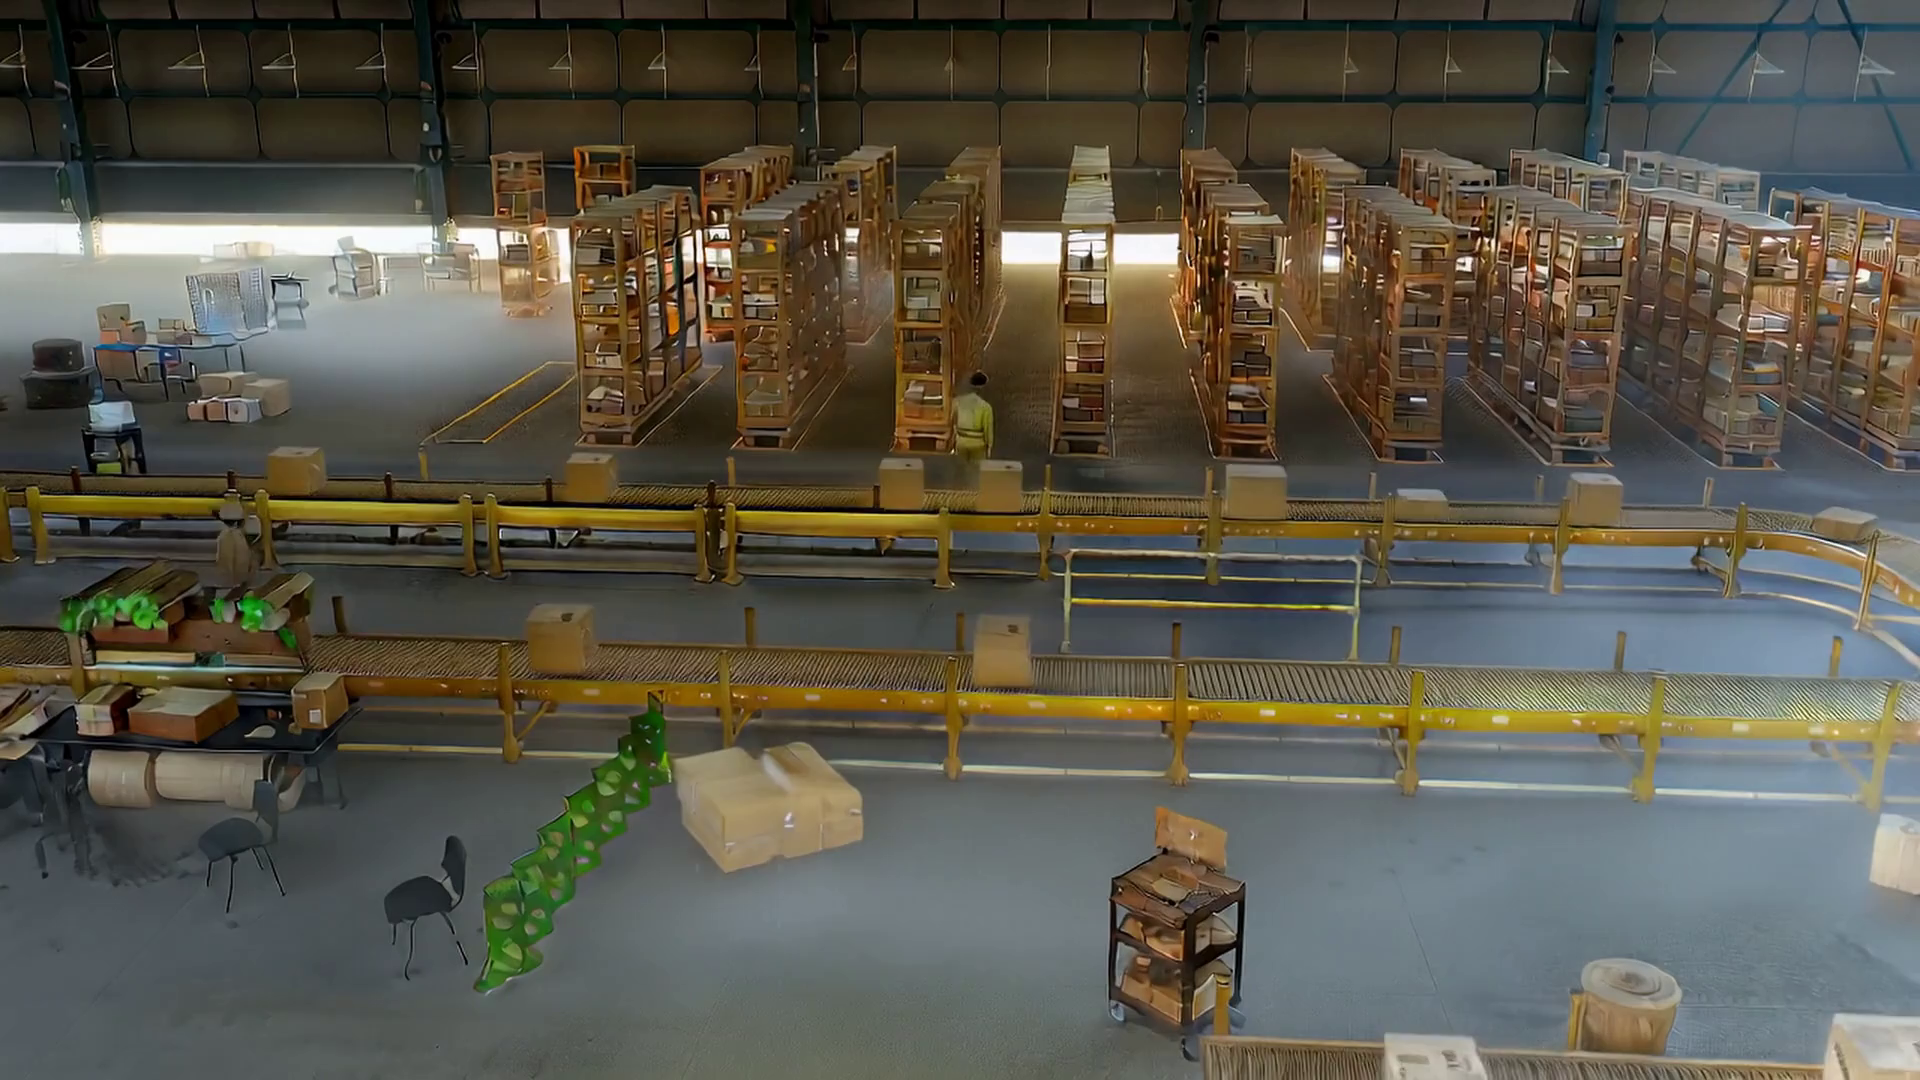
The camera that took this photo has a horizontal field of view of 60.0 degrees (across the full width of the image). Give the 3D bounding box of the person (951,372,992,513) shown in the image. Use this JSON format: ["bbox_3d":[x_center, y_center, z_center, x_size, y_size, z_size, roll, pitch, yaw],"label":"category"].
[{"bbox_3d":[0.168,-1.322,22.615,0.632,1.928,0.439,10,20,29],"label":"person"}]

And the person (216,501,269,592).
[{"bbox_3d":[-7.488,0.421,17.403,0.871,1.723,0.536,-2,18,-5],"label":"person"}]

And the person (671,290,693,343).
[{"bbox_3d":[-5.444,-4.479,32.803,0.682,1.806,0.630,-2,18,-7],"label":"person"}]

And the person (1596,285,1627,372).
[{"bbox_3d":[12.259,-4.040,31.381,0.563,1.838,0.383,11,20,30],"label":"person"}]
